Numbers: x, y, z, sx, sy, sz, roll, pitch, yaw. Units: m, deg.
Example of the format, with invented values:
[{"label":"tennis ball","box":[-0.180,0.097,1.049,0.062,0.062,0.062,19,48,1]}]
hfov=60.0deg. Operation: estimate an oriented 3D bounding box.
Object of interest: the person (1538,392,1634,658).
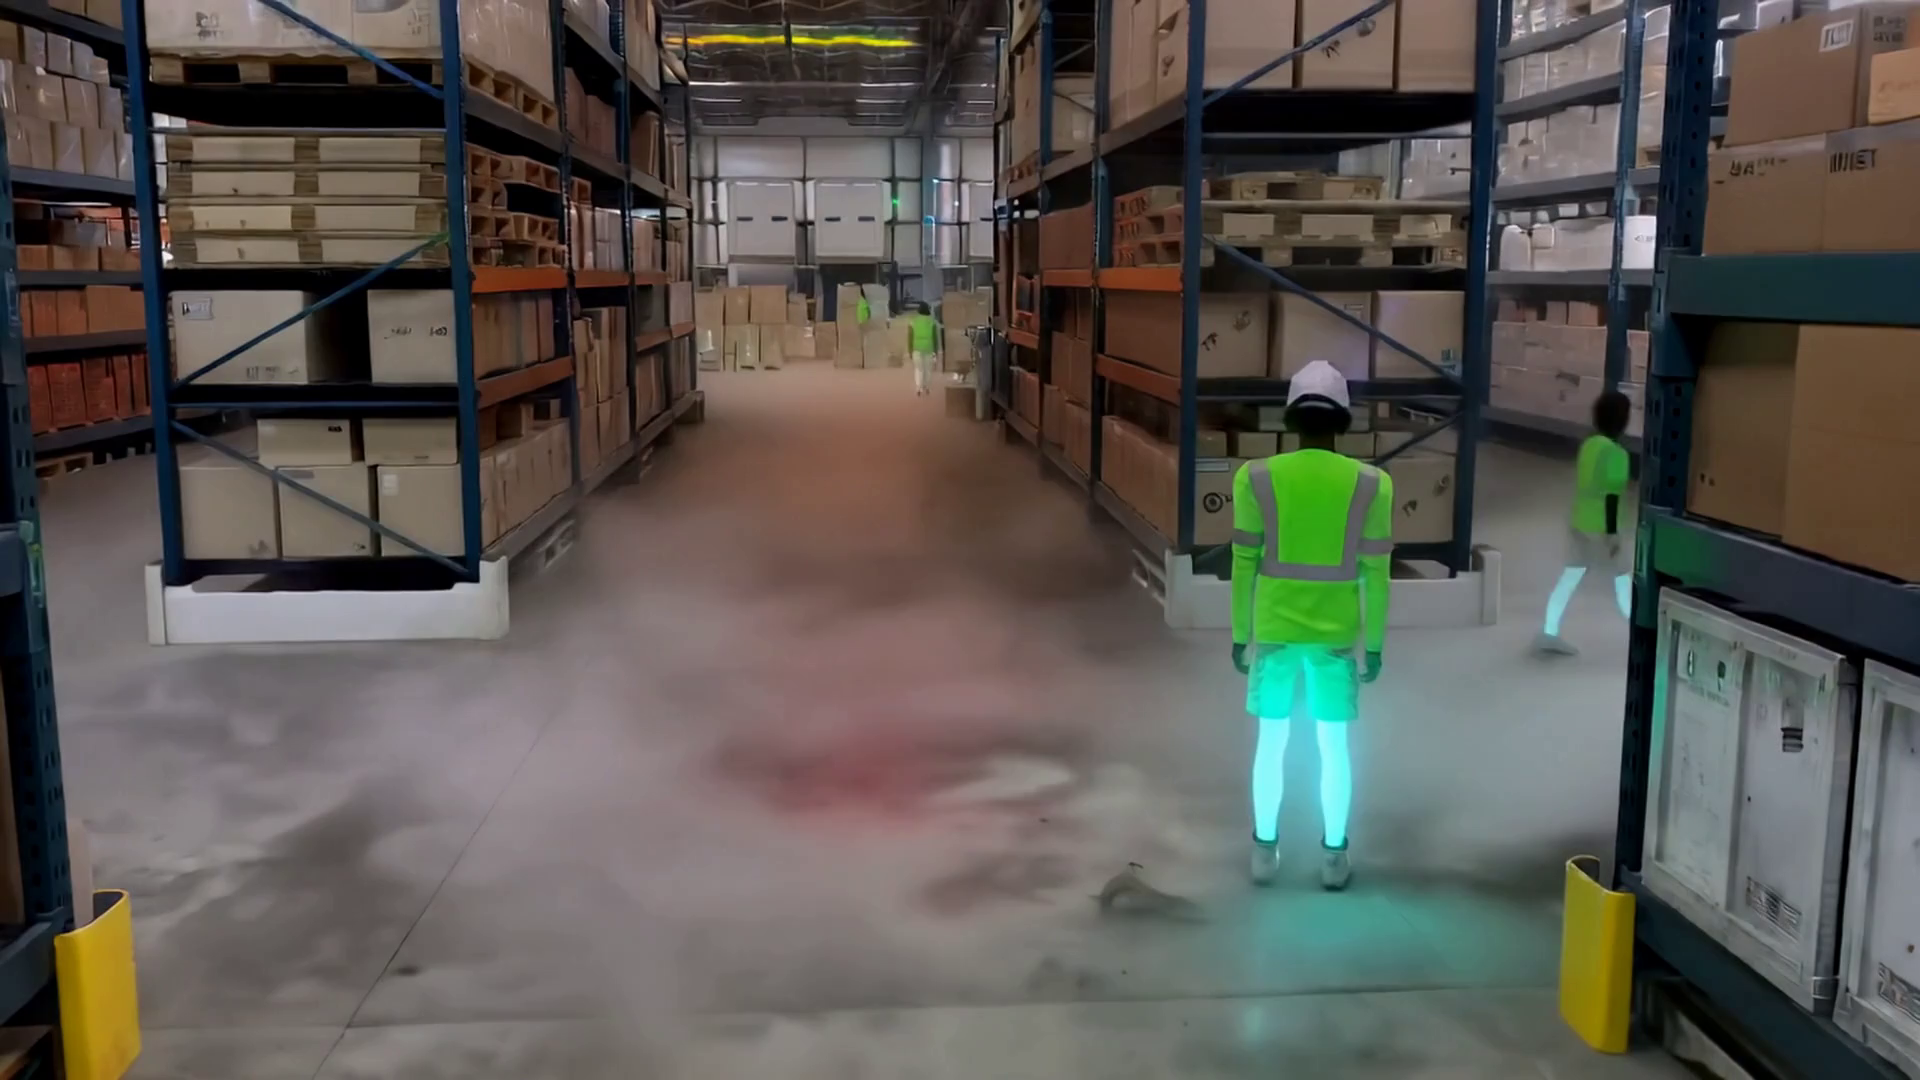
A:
[{"label":"person","box":[3.973,-0.080,10.161,0.858,1.642,0.549,-1,9,-5]}]

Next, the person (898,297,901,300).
[{"label":"person","box":[-2.306,-7.827,57.967,0.636,1.930,0.371,4,10,23]}]

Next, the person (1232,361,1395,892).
[{"label":"person","box":[1.341,0.334,6.405,0.601,2.035,0.407,2,9,10]}]

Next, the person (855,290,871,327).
[{"label":"person","box":[-2.648,-5.871,45.647,0.350,1.936,0.635,-7,11,-37]}]

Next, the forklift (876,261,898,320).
[{"label":"forklift","box":[-2.436,-7.880,55.309,1.873,2.768,1.129,-6,11,-32]}]

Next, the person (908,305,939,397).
[{"label":"person","box":[-0.715,-3.678,32.354,0.631,1.795,1.001,1,9,7]}]

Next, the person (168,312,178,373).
[{"label":"person","box":[-14.745,-3.485,31.471,0.456,1.667,0.580,1,9,4]}]

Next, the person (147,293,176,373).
[{"label":"person","box":[-18.918,-4.936,39.453,0.882,2.000,0.682,-4,10,-23]}]

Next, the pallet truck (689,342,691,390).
[{"label":"pallet truck","box":[-5.225,-3.008,27.480,1.885,1.965,0.823,2,9,14]}]
